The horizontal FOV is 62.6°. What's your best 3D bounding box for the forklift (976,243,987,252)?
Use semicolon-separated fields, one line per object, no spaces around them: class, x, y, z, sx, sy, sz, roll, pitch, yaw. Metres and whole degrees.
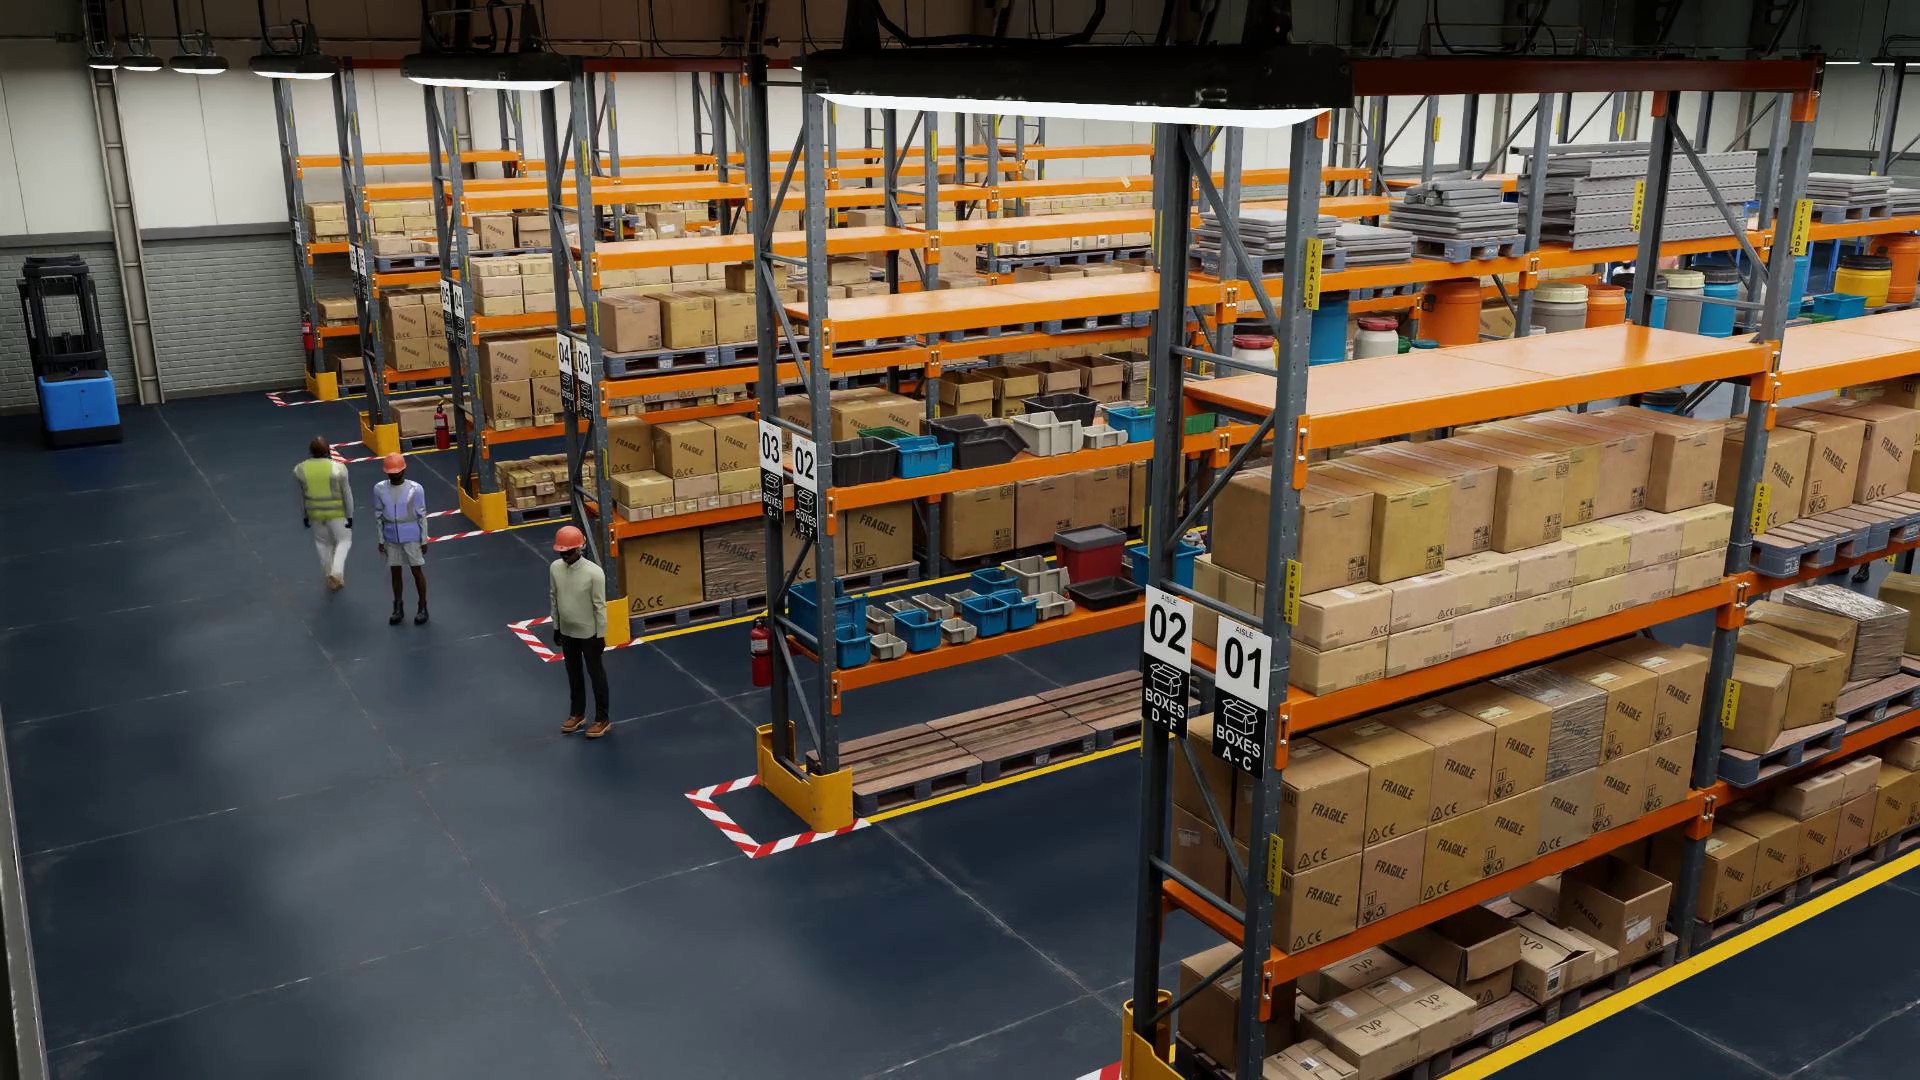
forklift;0.988;-5.474;34.718;1.214;2.155;2.313;-10;20;-31

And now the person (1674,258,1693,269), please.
person;16.284;-5.566;35.603;0.583;1.860;0.618;6;18;19

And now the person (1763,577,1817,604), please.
person;8.155;0.637;15.554;0.277;1.632;0.502;-11;20;-33

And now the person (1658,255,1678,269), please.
person;16.602;-6.142;37.245;0.788;1.963;0.667;-16;23;-42

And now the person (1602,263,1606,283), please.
person;16.396;-6.950;40.358;0.707;1.659;0.552;13;21;36

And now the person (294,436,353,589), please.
person;-7.340;-0.294;18.278;0.629;1.831;0.532;-1;17;-2

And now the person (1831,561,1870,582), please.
person;10.717;-0.477;18.692;0.369;1.939;0.542;-9;19;-27

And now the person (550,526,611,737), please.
person;-3.475;0.817;14.373;0.615;1.987;0.407;8;19;25

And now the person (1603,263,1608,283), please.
person;17.800;-8.060;43.695;0.519;1.865;0.318;-8;19;-25

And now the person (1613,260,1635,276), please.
person;14.734;-5.447;35.057;0.549;1.907;0.559;7;18;21

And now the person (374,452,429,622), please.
person;-6.093;-0.028;17.246;0.547;1.929;0.385;0;17;0

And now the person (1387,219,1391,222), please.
person;12.084;-8.186;44.069;0.374;1.882;0.691;6;18;20

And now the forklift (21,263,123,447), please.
forklift;-14.518;-3.079;25.708;1.129;2.768;1.873;-10;20;-31

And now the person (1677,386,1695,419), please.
person;9.476;-1.246;21.212;0.361;1.939;0.635;-10;20;-30
